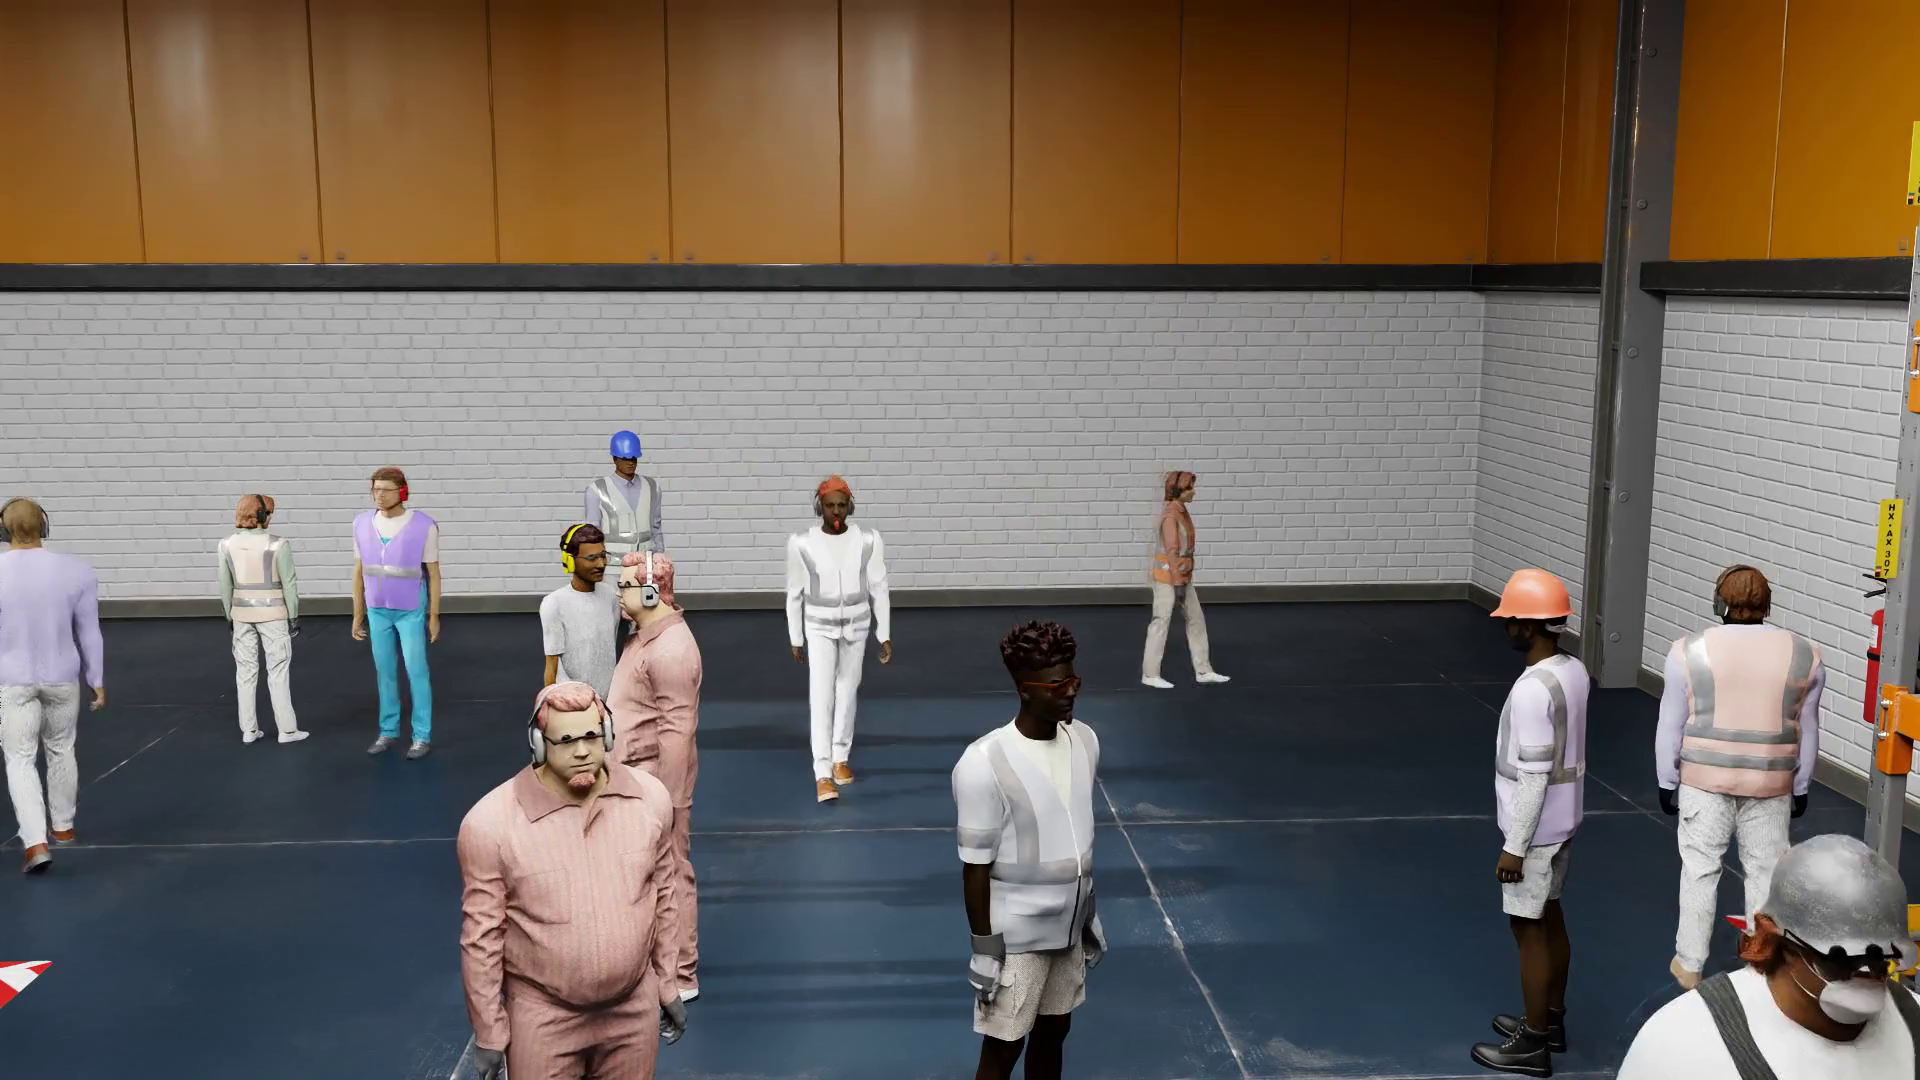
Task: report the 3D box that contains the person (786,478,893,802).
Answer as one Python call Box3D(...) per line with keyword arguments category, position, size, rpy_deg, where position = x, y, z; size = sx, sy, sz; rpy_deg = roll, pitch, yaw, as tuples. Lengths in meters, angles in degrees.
Box3D(category="person", position=(-0.681, 0.583, 9.658), size=(0.582, 1.851, 0.891), rpy_deg=(-2, 9, -15))

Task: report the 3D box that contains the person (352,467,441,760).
Box3D(category="person", position=(-3.556, 0.469, 10.463), size=(0.580, 1.843, 0.495), rpy_deg=(1, 9, 9))

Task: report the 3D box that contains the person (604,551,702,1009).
Box3D(category="person", position=(-1.283, 0.987, 6.937), size=(0.409, 1.907, 0.651), rpy_deg=(-3, 9, -17))

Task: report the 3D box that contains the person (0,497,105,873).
Box3D(category="person", position=(-4.770, 0.727, 8.583), size=(0.646, 1.931, 0.727), rpy_deg=(-7, 11, -37))

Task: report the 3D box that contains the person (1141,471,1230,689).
Box3D(category="person", position=(1.669, 0.307, 12.132), size=(0.723, 1.610, 0.535), rpy_deg=(3, 10, 21))

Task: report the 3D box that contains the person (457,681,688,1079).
Box3D(category="person", position=(-1.078, 1.335, 4.753), size=(0.652, 1.906, 0.409), rpy_deg=(-6, 11, -34))

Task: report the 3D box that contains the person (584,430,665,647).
Box3D(category="person", position=(-2.366, 0.188, 11.826), size=(0.614, 1.945, 0.406), rpy_deg=(-7, 12, -39))

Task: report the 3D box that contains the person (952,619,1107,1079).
Box3D(category="person", position=(0.243, 1.217, 5.303), size=(0.365, 1.966, 0.607), rpy_deg=(8, 12, 42))

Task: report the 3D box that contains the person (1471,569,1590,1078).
Box3D(category="person", position=(2.167, 1.067, 6.345), size=(0.373, 1.933, 0.551), rpy_deg=(6, 11, 35))

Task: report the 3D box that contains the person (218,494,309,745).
Box3D(category="person", position=(-4.508, 0.519, 10.732), size=(0.513, 1.635, 0.313), rpy_deg=(1, 9, 7))

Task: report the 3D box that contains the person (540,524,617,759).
Box3D(category="person", position=(-1.784, 0.841, 7.976), size=(0.310, 1.869, 0.531), rpy_deg=(5, 10, 26))

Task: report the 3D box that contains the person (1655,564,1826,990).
Box3D(category="person", position=(3.257, 1.015, 7.009), size=(0.628, 1.838, 0.429), rpy_deg=(3, 9, 15))
